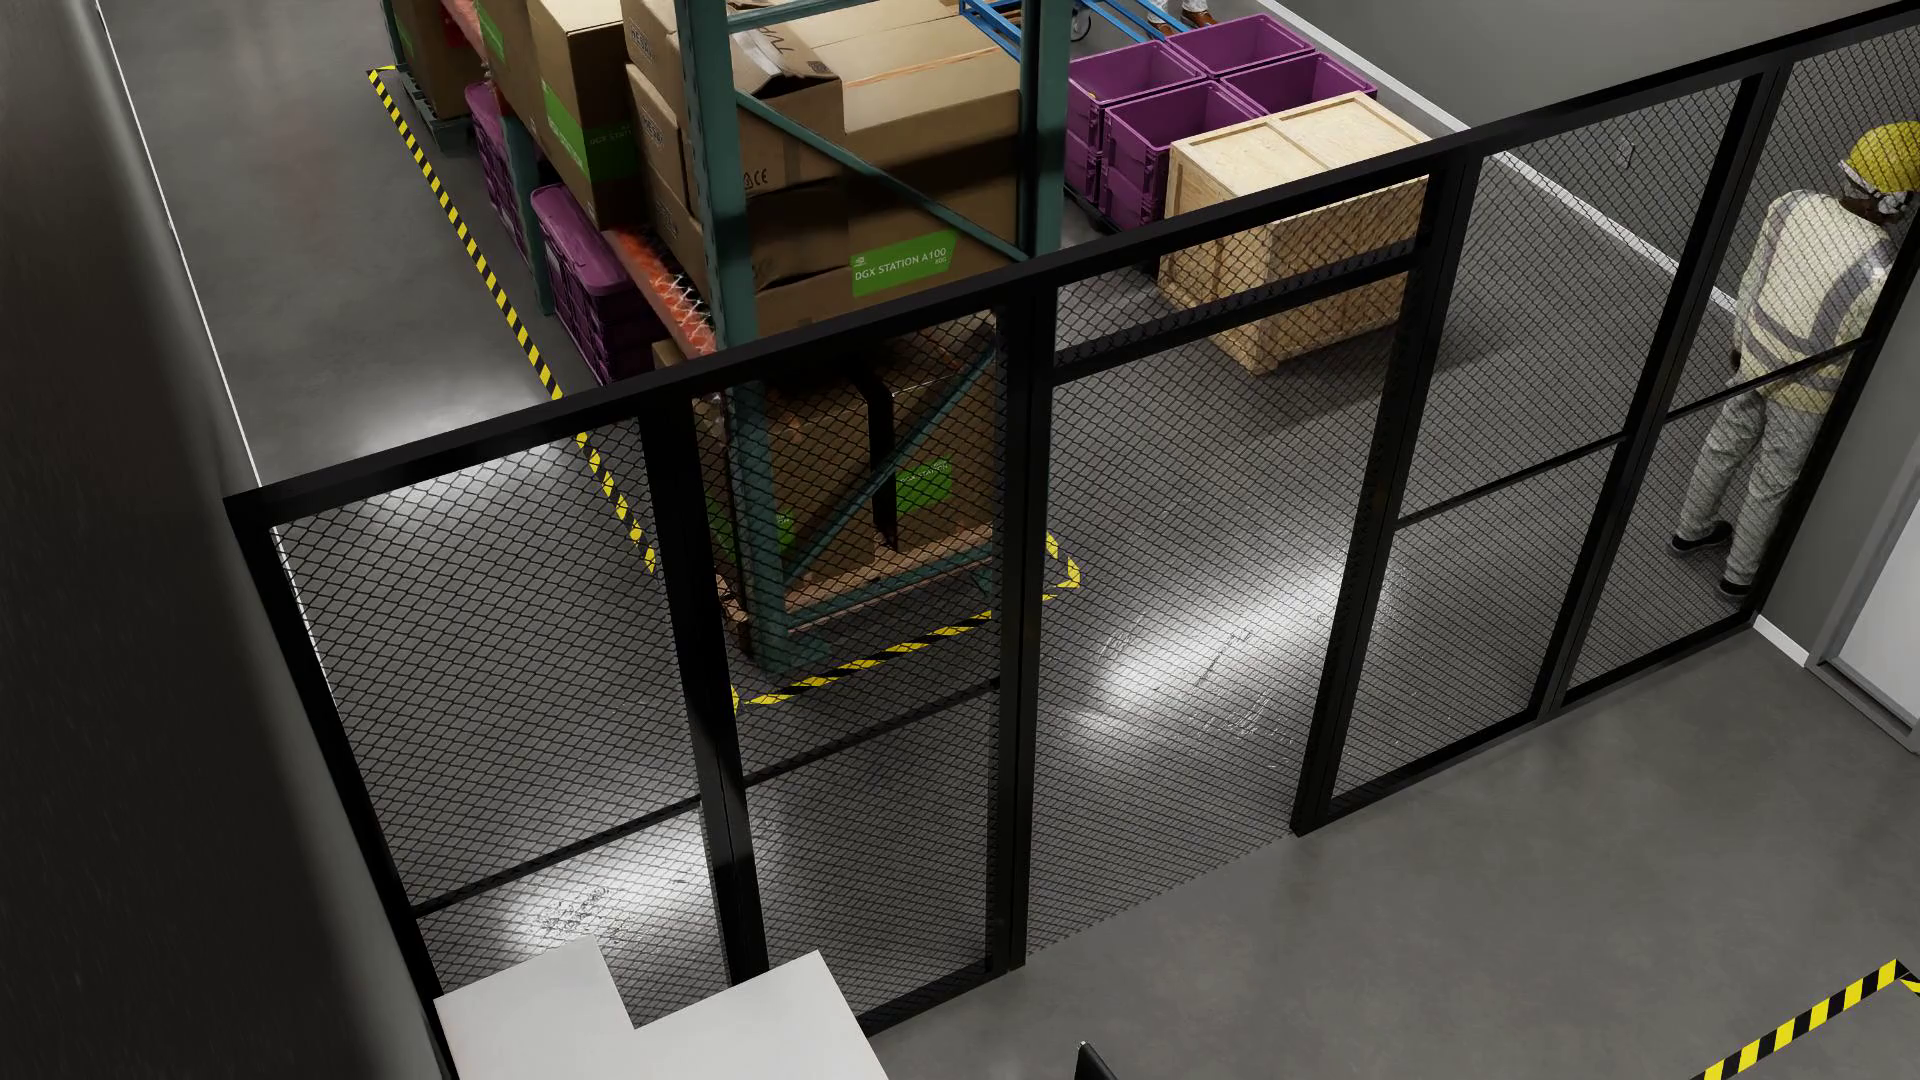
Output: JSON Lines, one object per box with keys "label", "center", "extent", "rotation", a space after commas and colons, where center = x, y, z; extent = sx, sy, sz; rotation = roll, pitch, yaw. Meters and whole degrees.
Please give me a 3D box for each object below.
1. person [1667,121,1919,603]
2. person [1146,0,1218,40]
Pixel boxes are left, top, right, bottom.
{"label": "person", "center": [2.857, -0.581, 5.658], "extent": [0.404, 1.834, 0.591], "rotation": [-13, 44, -14]}
{"label": "person", "center": [1.284, -3.630, 8.916], "extent": [0.627, 1.941, 0.374], "rotation": [-21, 46, -21]}
